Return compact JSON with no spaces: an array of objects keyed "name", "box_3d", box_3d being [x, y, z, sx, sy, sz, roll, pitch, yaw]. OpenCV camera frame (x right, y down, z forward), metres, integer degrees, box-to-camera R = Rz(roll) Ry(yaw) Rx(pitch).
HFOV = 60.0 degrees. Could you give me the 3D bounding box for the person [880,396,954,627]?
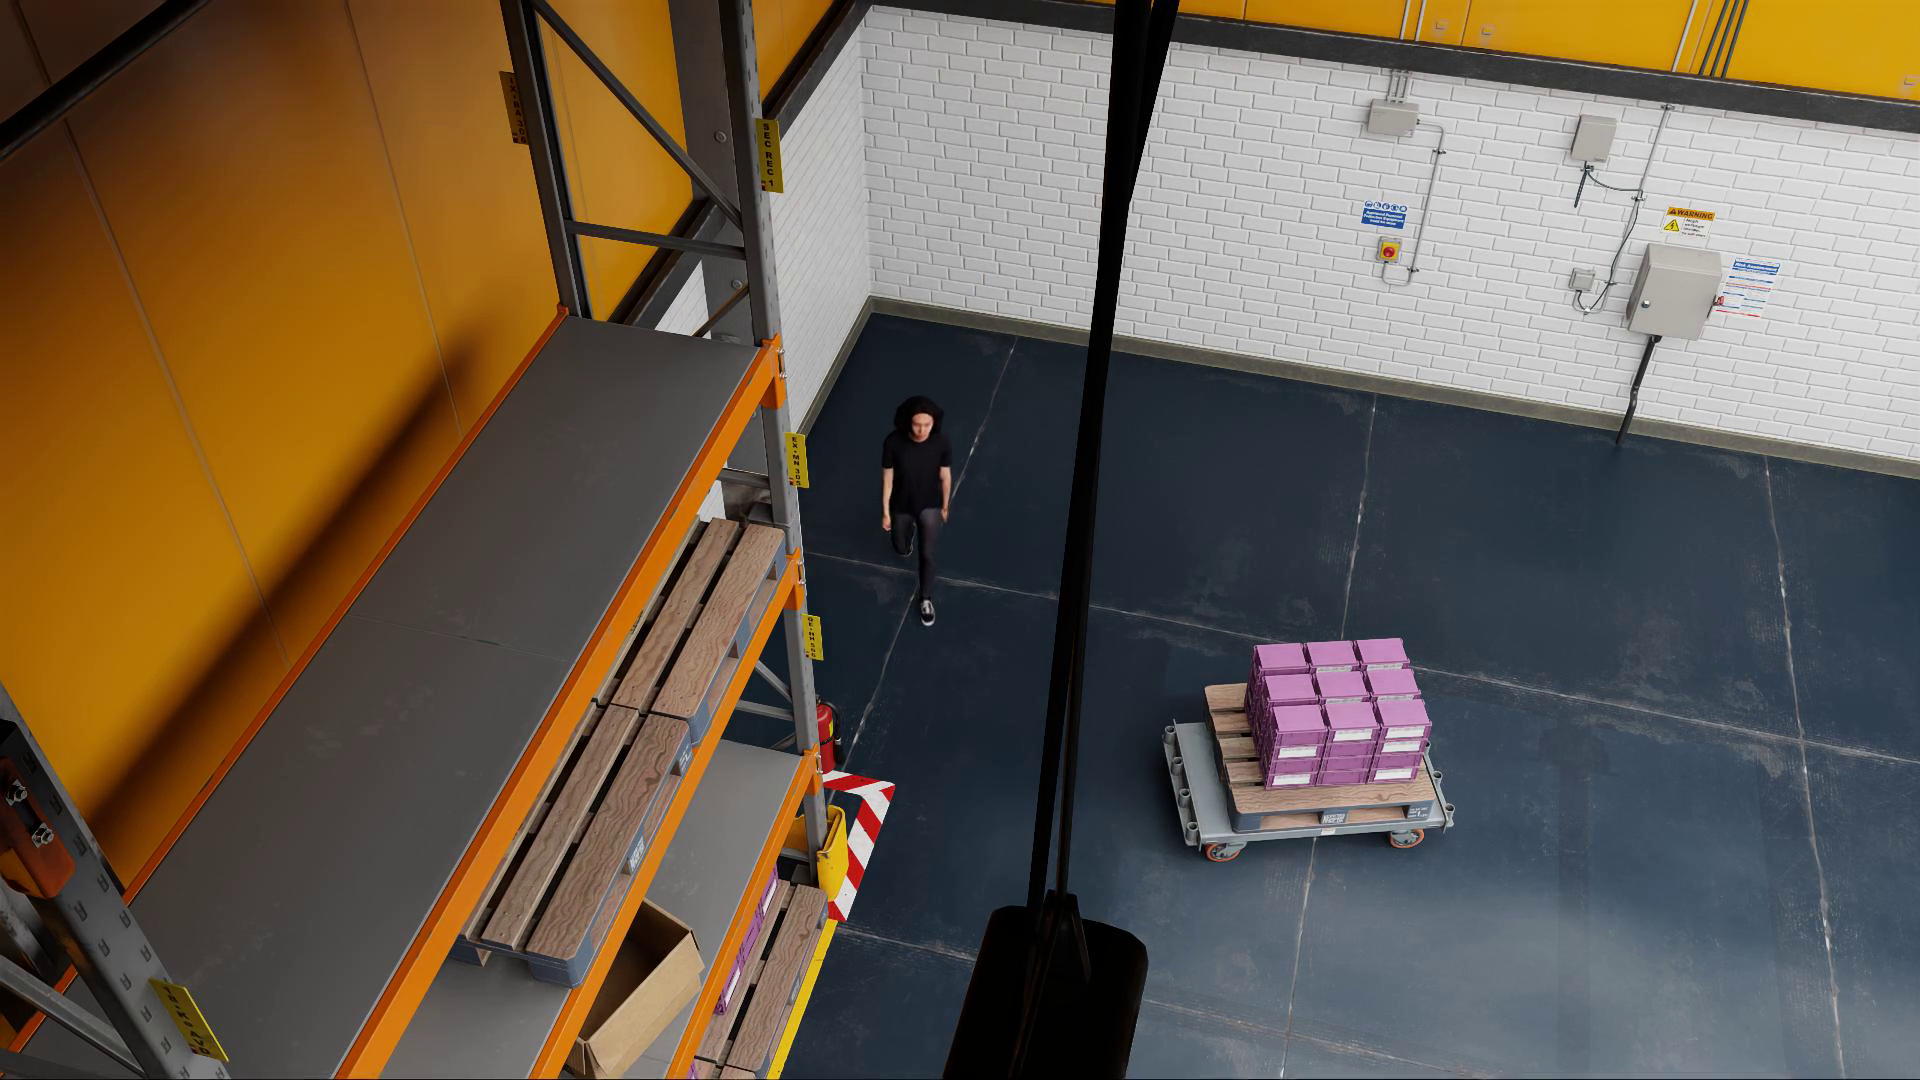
[{"name":"person","box_3d":[-0.310,-0.305,11.286,0.833,1.810,1.084,-2,44,-2]}]
